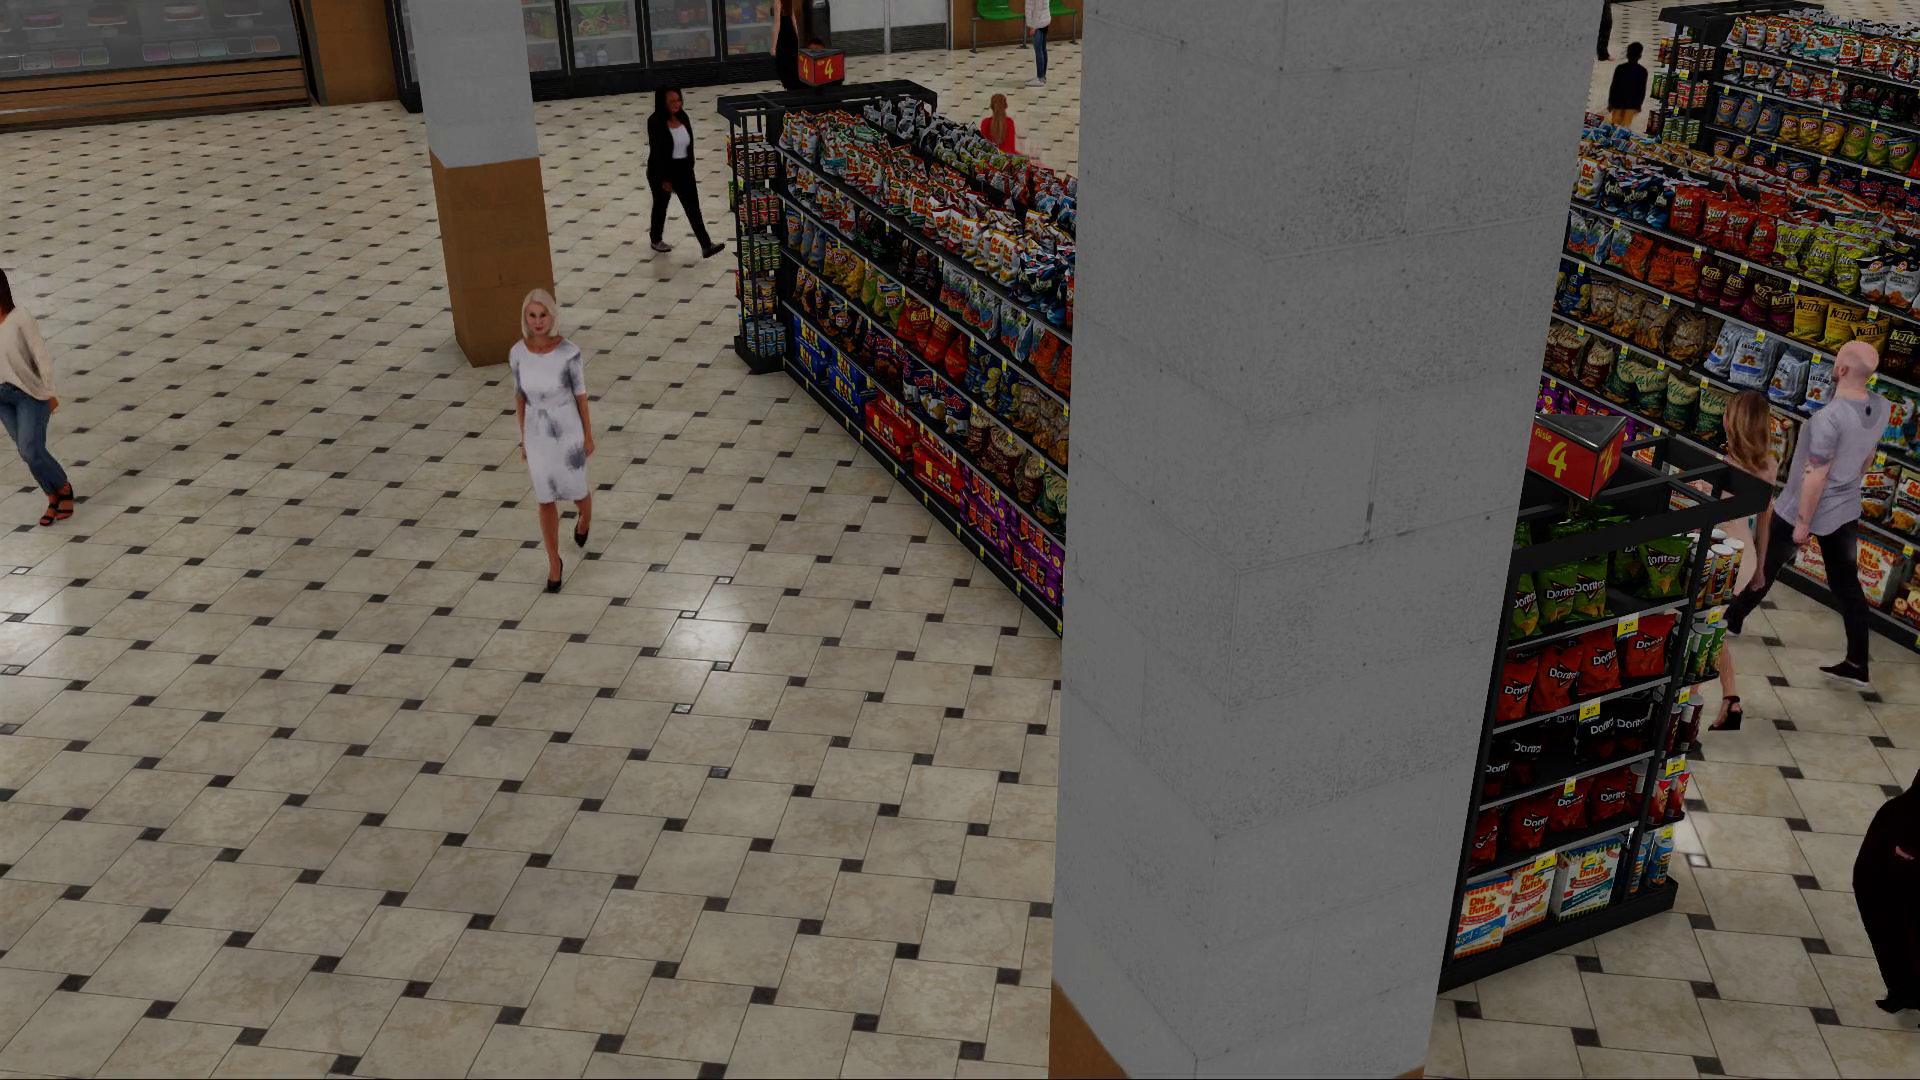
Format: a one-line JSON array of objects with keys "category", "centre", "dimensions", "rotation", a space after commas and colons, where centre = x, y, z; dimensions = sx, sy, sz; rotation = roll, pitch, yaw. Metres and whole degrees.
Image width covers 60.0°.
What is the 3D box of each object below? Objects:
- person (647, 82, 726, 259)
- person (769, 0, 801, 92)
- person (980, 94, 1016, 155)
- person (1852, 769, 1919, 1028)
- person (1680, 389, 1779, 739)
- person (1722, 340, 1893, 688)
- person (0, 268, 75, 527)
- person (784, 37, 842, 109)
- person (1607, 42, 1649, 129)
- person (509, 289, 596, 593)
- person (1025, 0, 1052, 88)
[{"category": "person", "centre": [-2.676, -3.311, 15.041], "dimensions": [1.187, 1.562, 0.976], "rotation": [19, 33, 33]}, {"category": "person", "centre": [-2.067, -6.081, 20.357], "dimensions": [0.847, 1.694, 0.797], "rotation": [16, 31, 29]}, {"category": "person", "centre": [0.363, -3.608, 15.969], "dimensions": [0.605, 1.252, 0.922], "rotation": [-7, 28, -13]}, {"category": "person", "centre": [3.709, 1.121, 6.096], "dimensions": [0.760, 1.747, 0.759], "rotation": [-5, 27, -9]}, {"category": "person", "centre": [3.636, 0.237, 7.841], "dimensions": [0.618, 1.746, 0.699], "rotation": [-10, 29, -20]}, {"category": "person", "centre": [4.443, -0.093, 8.446], "dimensions": [0.725, 1.788, 1.250], "rotation": [-11, 29, -20]}, {"category": "person", "centre": [-5.698, -0.901, 10.175], "dimensions": [0.724, 1.665, 0.770], "rotation": [6, 28, 12]}, {"category": "person", "centre": [-1.361, -3.744, 15.545], "dimensions": [0.881, 1.877, 0.920], "rotation": [-2, 27, -5]}, {"category": "person", "centre": [7.351, -4.838, 18.386], "dimensions": [0.605, 1.259, 0.676], "rotation": [13, 30, 24]}, {"category": "person", "centre": [-2.307, -0.613, 9.528], "dimensions": [0.788, 1.737, 0.975], "rotation": [-1, 27, -2]}, {"category": "person", "centre": [1.051, -6.830, 21.897], "dimensions": [0.760, 1.637, 0.685], "rotation": [7, 28, 14]}]
